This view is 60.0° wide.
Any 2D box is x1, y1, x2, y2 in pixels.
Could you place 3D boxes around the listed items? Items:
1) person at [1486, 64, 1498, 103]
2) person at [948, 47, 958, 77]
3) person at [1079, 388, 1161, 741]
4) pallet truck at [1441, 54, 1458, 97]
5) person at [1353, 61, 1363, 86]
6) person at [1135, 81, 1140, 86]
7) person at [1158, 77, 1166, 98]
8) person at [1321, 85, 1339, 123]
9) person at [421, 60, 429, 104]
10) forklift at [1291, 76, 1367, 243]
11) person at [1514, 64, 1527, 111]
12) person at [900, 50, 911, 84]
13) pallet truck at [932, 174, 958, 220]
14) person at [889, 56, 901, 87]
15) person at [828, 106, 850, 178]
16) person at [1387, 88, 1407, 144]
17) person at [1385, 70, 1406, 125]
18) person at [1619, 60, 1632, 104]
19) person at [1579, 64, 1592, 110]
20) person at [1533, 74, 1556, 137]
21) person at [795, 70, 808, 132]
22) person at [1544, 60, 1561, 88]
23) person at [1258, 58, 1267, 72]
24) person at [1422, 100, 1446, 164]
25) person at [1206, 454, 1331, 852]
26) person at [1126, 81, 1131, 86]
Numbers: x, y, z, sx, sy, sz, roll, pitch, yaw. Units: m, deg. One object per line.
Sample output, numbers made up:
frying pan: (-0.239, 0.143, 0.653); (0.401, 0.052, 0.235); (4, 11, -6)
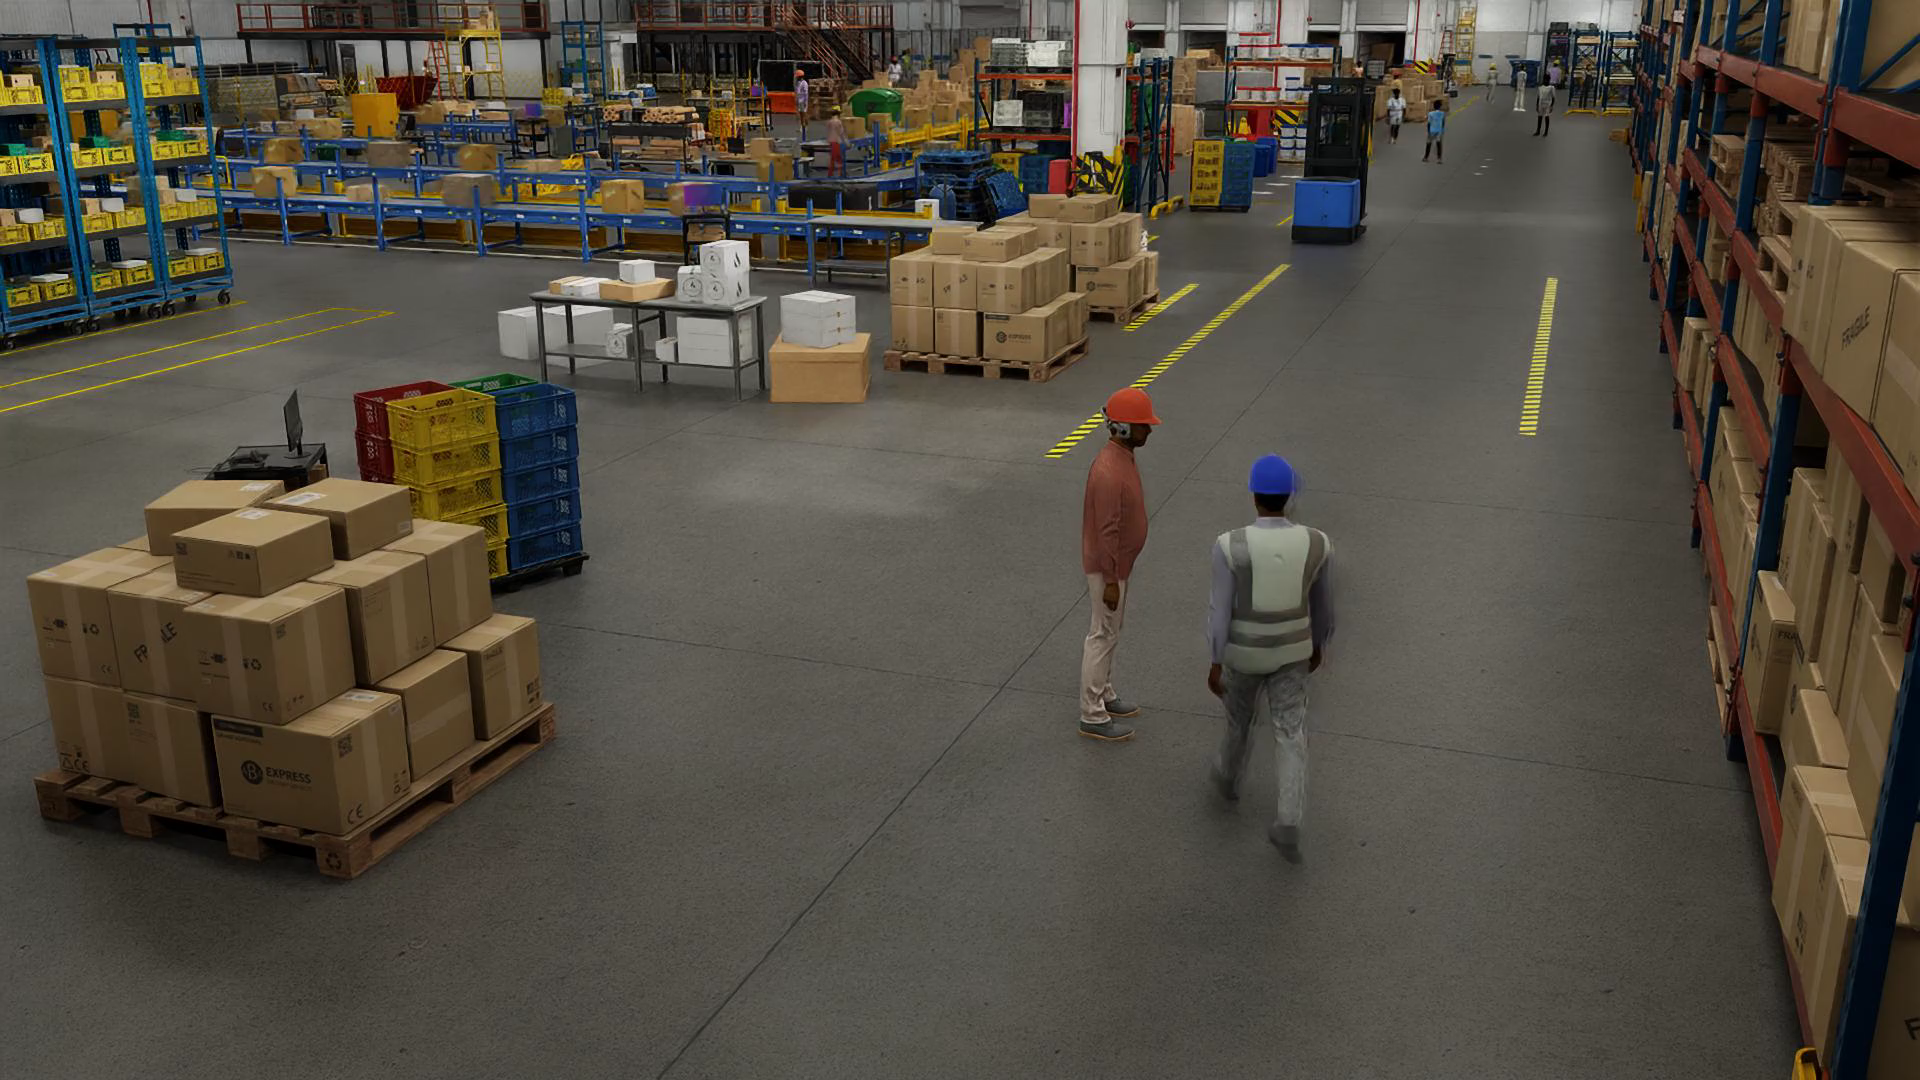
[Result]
person: (23.459, -20.136, 73.341); (0.488, 1.701, 0.888); (4, 18, 12)
person: (-0.274, -28.282, 98.624); (0.898, 1.899, 0.594); (4, 18, 14)
person: (0.878, 0.130, 9.211); (0.414, 1.985, 0.611); (4, 18, 11)
pallet truck: (22.765, -21.886, 78.355); (0.823, 1.965, 1.885); (-4, 18, -14)
person: (18.593, -21.557, 77.809); (0.540, 1.695, 0.317); (-7, 19, -22)
person: (8.758, -22.940, 81.801); (0.387, 1.927, 0.645); (-13, 22, -35)
person: (7.062, -15.385, 58.306); (0.314, 1.769, 0.525); (4, 18, 12)
person: (11.813, -13.725, 53.064); (0.613, 1.784, 0.924); (-14, 22, -37)
person: (-23.406, -20.087, 72.914); (0.382, 1.874, 0.585); (-2, 18, -5)
forklift: (6.598, -6.755, 29.381); (1.129, 2.768, 1.873); (6, 19, 19)
person: (22.786, -18.380, 67.555); (0.310, 1.864, 0.534); (-11, 21, -30)
person: (-3.034, -26.422, 92.925); (0.637, 1.814, 0.603); (-12, 21, -34)
pallet truck: (-0.507, -5.292, 27.348); (0.653, 1.274, 1.630); (6, 19, 19)
person: (-2.950, -21.185, 76.281); (0.571, 1.913, 0.780); (-4, 18, -13)
person: (-2.901, -9.581, 40.108); (0.743, 1.725, 0.562); (-10, 20, -29)
person: (13.270, -12.869, 50.529); (0.563, 1.667, 0.481); (-3, 18, -10)
person: (15.579, -15.761, 59.260); (0.549, 1.920, 0.720); (-13, 22, -34)
person: (29.111, -19.957, 72.455); (0.631, 1.892, 0.758); (-2, 18, -5)
person: (25.744, -18.626, 68.358); (0.507, 1.847, 0.344); (-6, 19, -19)
person: (18.909, -14.043, 53.763); (0.374, 1.966, 0.607); (-15, 23, -39)
person: (-5.302, -14.675, 55.636); (0.394, 2.037, 0.605); (-10, 20, -29)
person: (25.648, -19.805, 72.011); (0.628, 1.869, 0.949); (5, 18, 15)
person: (15.144, -23.180, 82.750); (0.951, 1.791, 0.647); (7, 19, 20)
person: (12.666, -10.863, 44.292); (0.545, 1.643, 0.887); (-2, 18, -8)
person: (1.509, 0.518, 8.136); (0.650, 1.898, 0.996); (-2, 18, -6)
person: (6.055, -16.124, 60.256); (0.387, 1.996, 0.611); (-1, 18, -4)
